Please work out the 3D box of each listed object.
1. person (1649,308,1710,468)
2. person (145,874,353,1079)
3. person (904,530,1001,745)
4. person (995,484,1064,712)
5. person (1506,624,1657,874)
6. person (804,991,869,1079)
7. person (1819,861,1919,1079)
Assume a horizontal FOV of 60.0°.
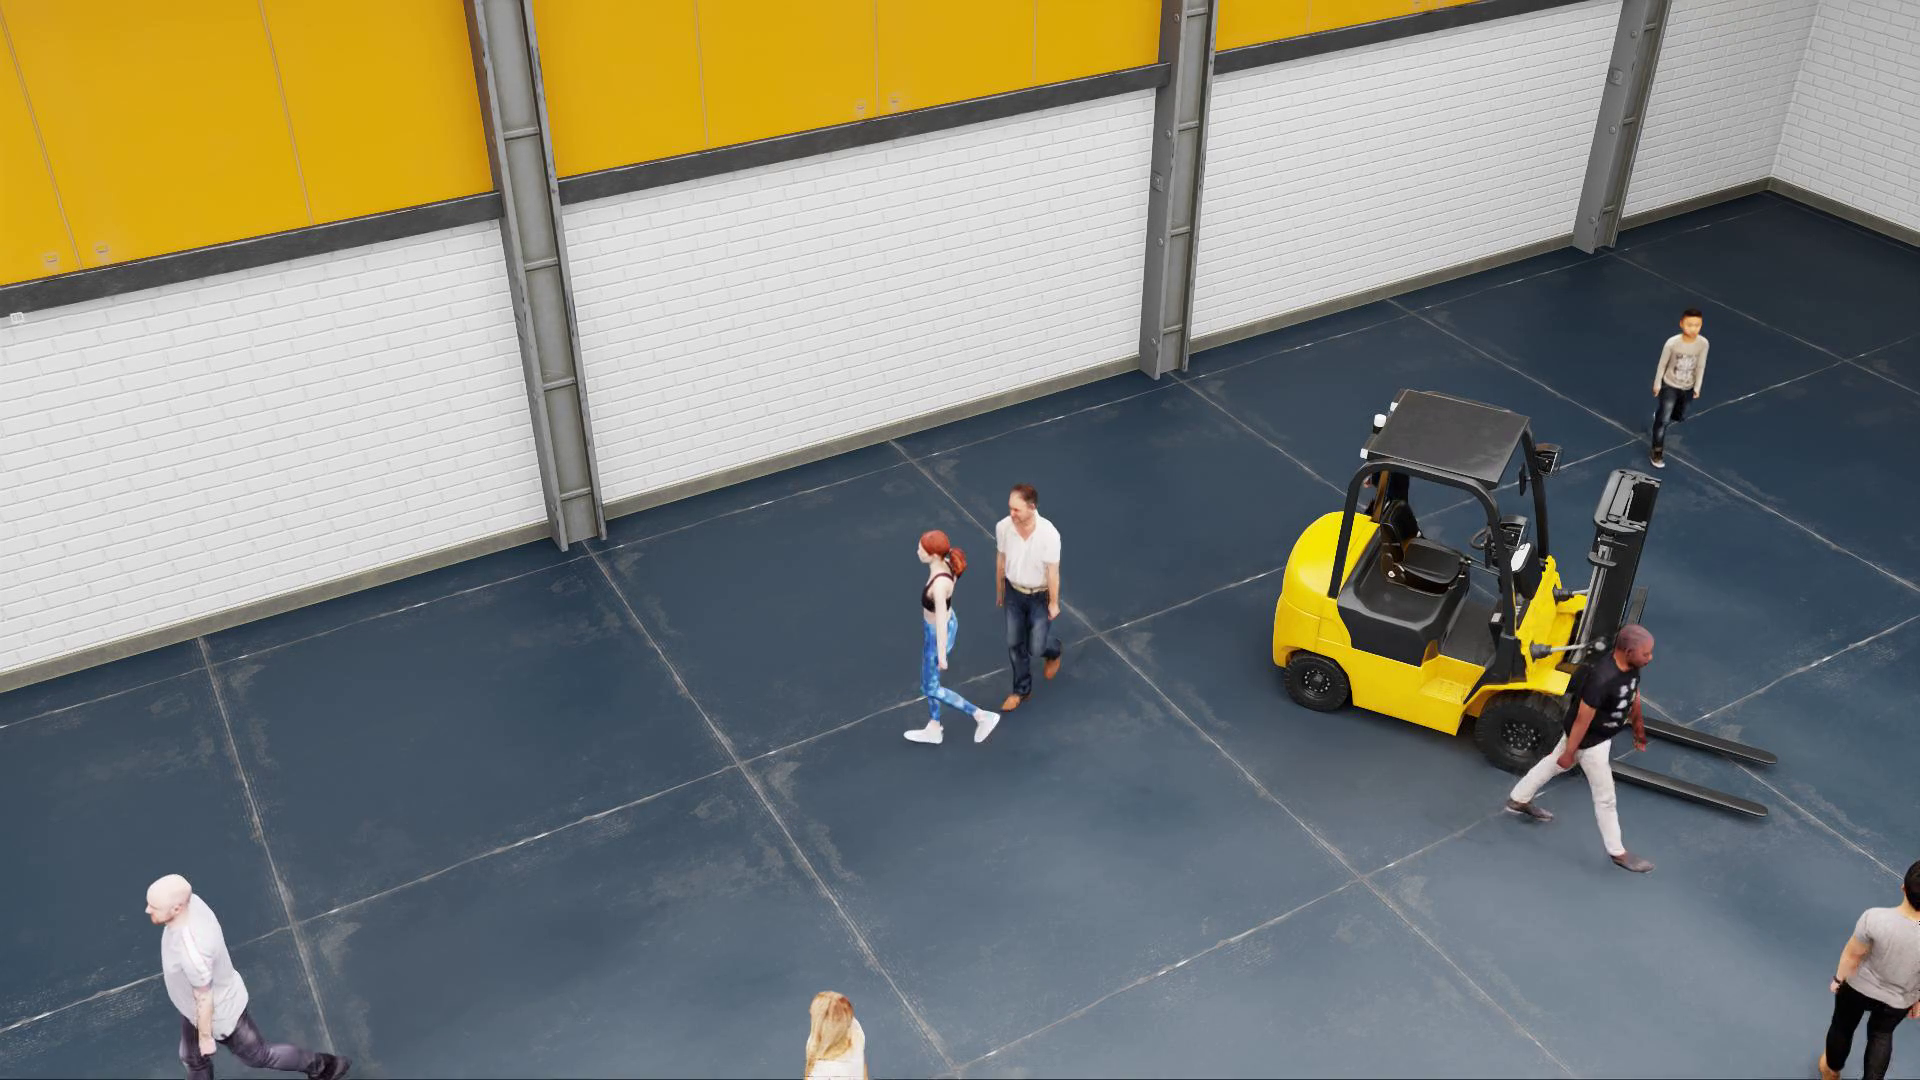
[{"bbox_3d":[6.301,-1.388,14.662,0.863,1.446,0.843,0,34,1],"label":"person"},{"bbox_3d":[-3.765,2.393,8.648,1.227,1.806,0.674,-19,38,-26],"label":"person"},{"bbox_3d":[-0.053,0.702,11.223,0.985,1.772,0.873,4,34,6],"label":"person"},{"bbox_3d":[0.543,0.345,11.704,0.890,1.834,1.011,21,39,28],"label":"person"},{"bbox_3d":[3.877,1.224,10.469,1.045,1.737,1.264,23,40,31],"label":"person"},{"bbox_3d":[-0.483,2.852,7.982,1.099,1.778,1.064,10,35,15],"label":"person"},{"bbox_3d":[4.817,2.398,8.729,0.868,1.708,0.958,13,36,19],"label":"person"}]
